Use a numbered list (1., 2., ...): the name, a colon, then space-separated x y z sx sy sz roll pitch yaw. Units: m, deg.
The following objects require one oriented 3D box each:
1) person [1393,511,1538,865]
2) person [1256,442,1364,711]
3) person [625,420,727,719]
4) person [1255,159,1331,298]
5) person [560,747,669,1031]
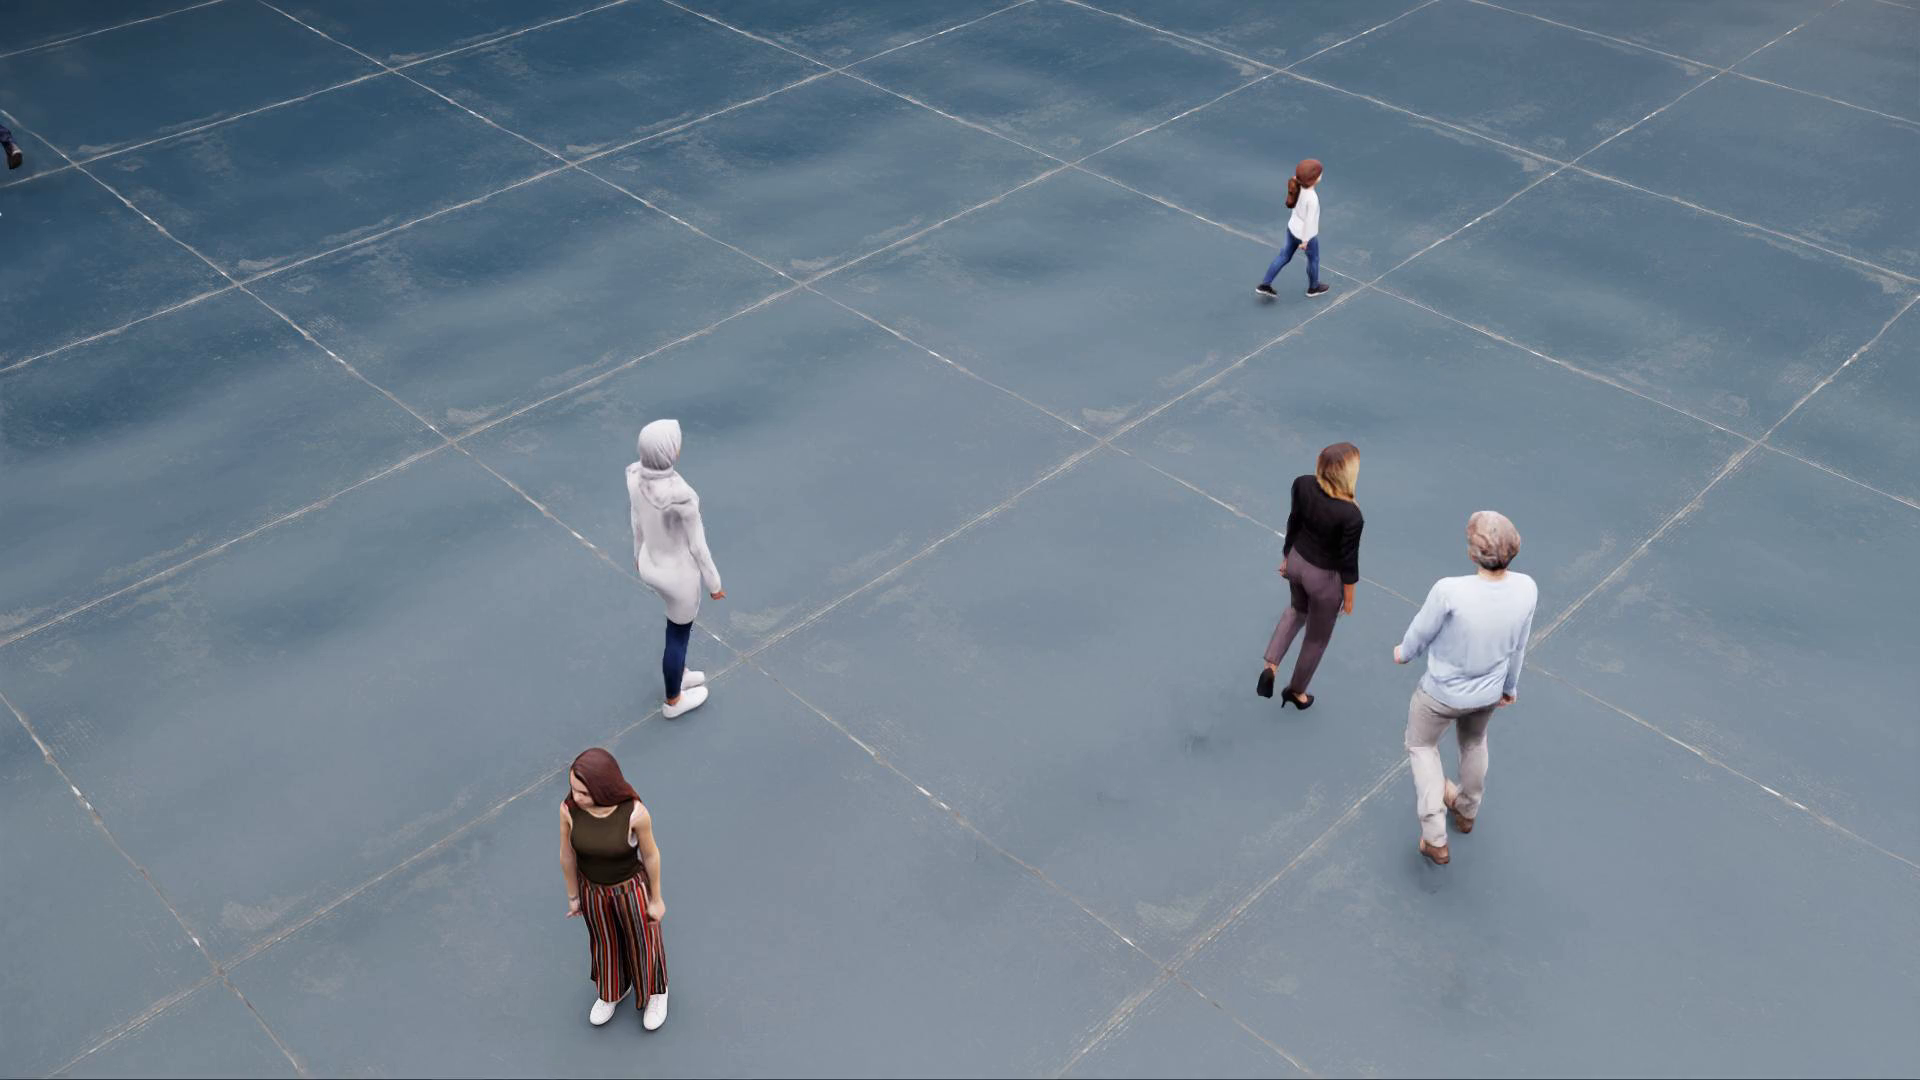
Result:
1. person: 2.264 0.721 7.478 0.978 1.864 1.008 -1 37 -2
2. person: 1.701 0.238 8.279 0.720 1.664 0.667 -23 43 -27
3. person: -1.498 0.203 8.240 0.646 1.765 0.583 29 46 33
4. person: 2.413 -2.230 11.999 0.839 1.089 0.610 -16 40 -20
5. person: -1.408 1.418 6.812 0.638 1.561 0.674 5 38 6
